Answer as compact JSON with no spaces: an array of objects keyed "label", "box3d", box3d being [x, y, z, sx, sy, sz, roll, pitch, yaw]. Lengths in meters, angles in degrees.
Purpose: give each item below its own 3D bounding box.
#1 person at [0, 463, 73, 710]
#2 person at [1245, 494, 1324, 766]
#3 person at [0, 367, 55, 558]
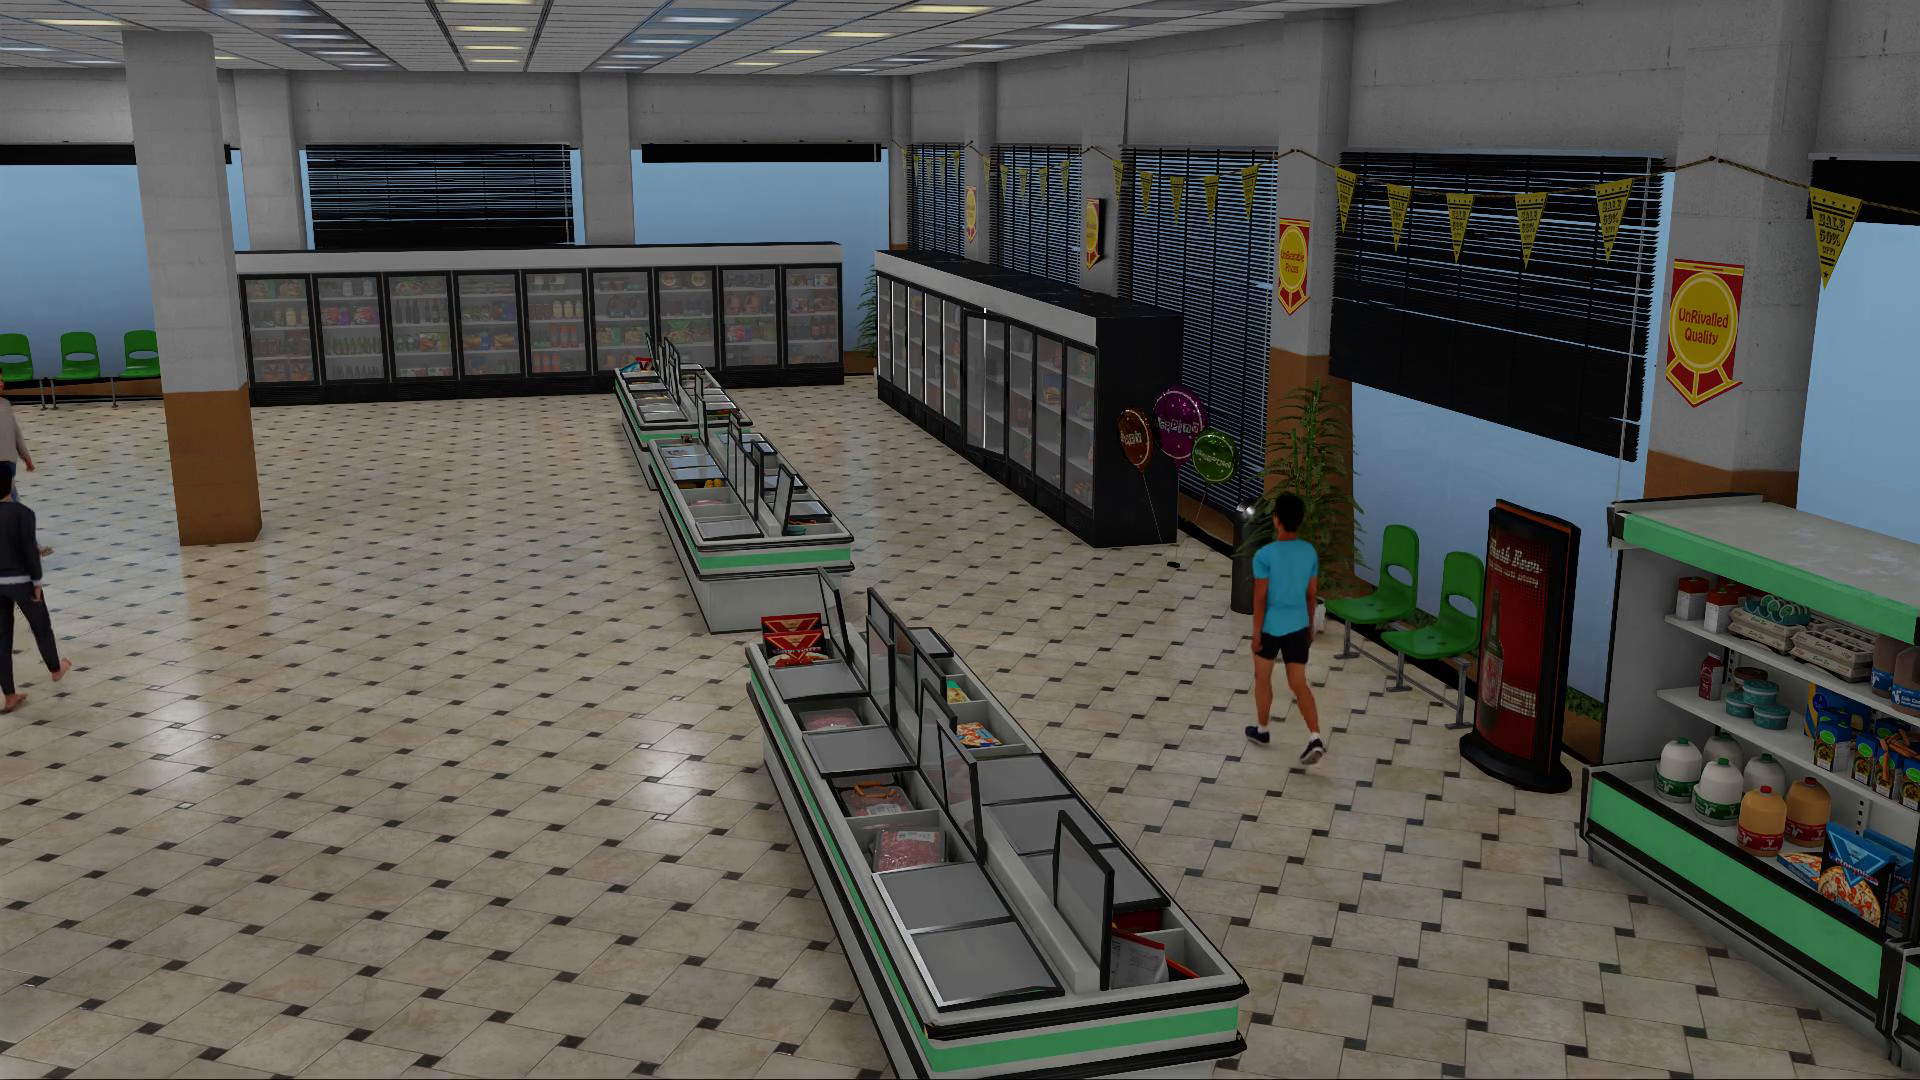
[{"label":"person","box3d":[-6.811,0.347,11.871,0.718,1.738,1.027,-1,14,-6]},{"label":"person","box3d":[2.141,0.614,10.756,0.616,1.745,1.101,-4,14,-14]},{"label":"person","box3d":[-9.327,-0.723,16.030,0.993,1.857,1.134,2,14,7]}]
